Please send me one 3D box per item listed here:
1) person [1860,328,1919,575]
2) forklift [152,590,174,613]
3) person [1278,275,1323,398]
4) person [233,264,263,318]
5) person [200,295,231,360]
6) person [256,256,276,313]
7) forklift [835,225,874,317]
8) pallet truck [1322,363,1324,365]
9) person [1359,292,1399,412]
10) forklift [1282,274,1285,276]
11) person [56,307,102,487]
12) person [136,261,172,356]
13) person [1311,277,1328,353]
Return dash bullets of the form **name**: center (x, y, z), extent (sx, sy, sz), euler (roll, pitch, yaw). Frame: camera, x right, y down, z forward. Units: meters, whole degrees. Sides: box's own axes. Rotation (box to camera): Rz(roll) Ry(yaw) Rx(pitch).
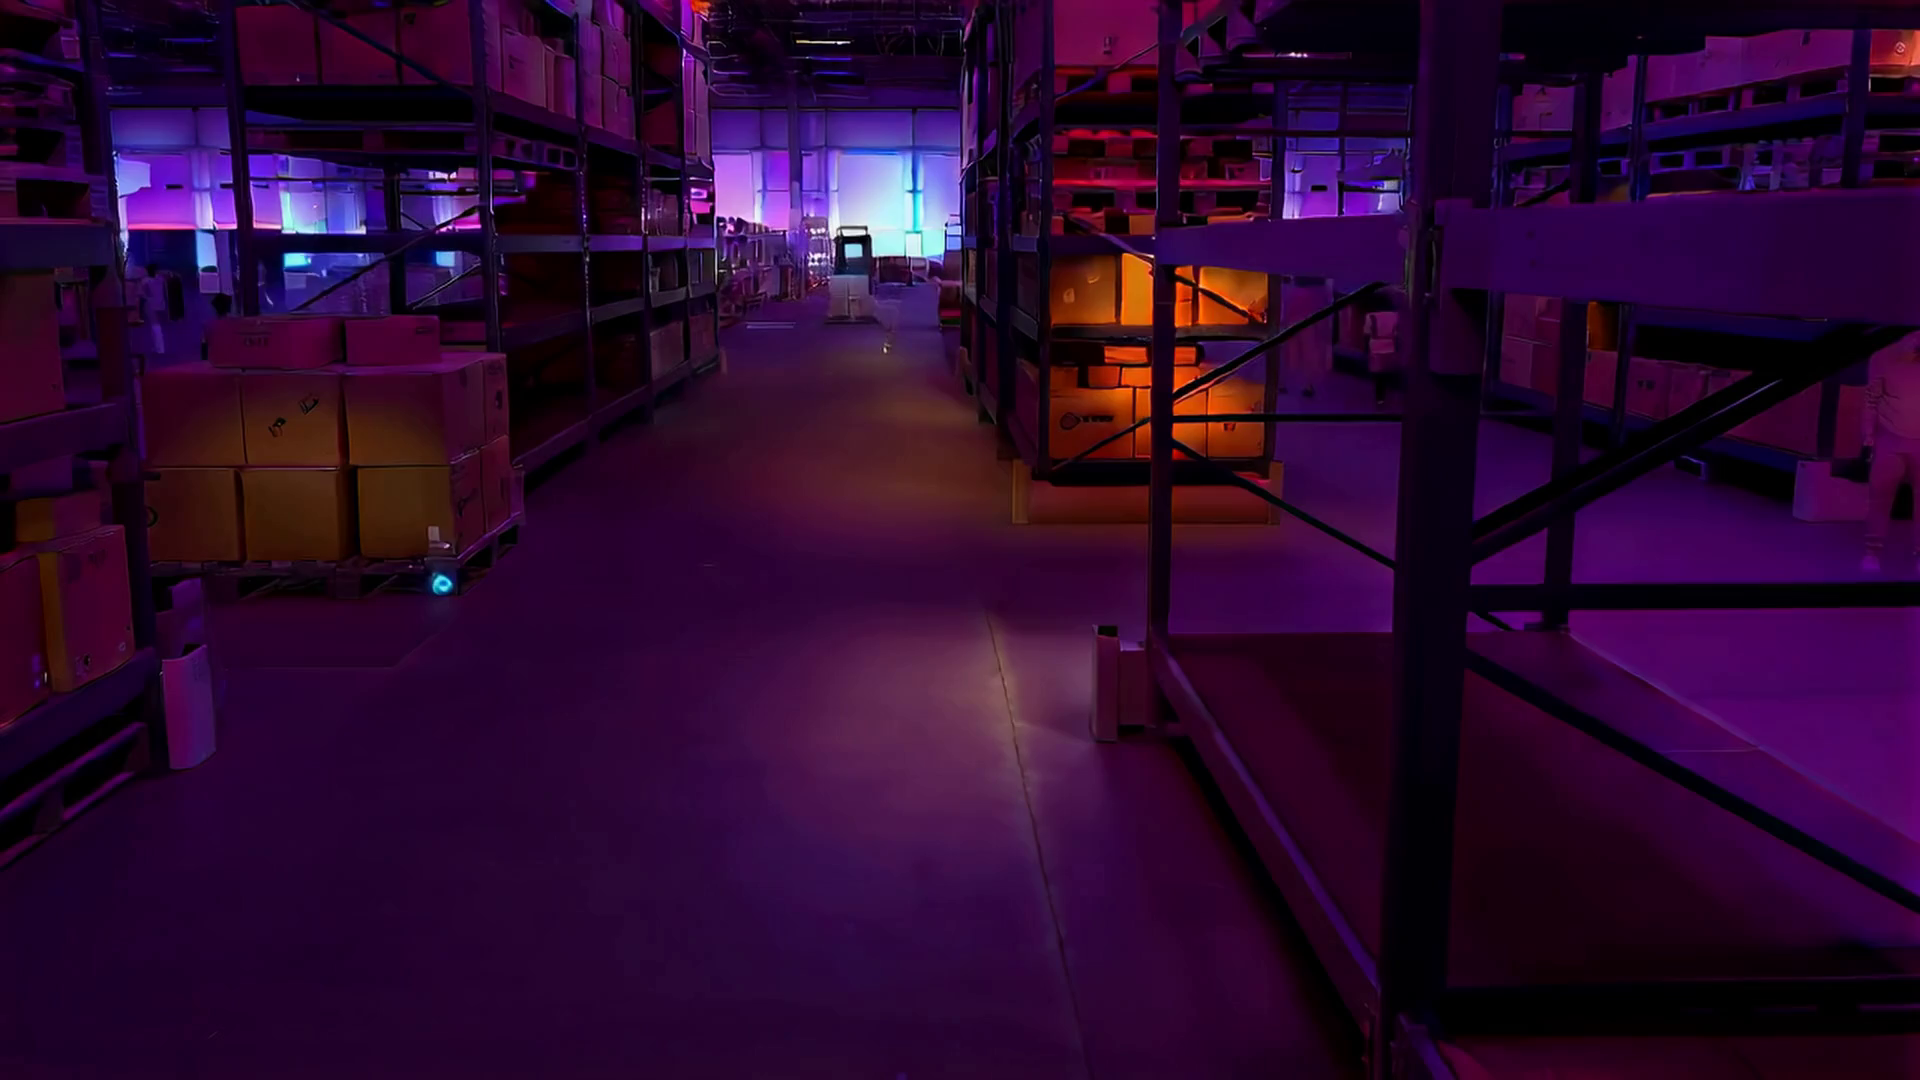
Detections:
- **person**: center (6.723, -0.697, 11.748), extent (0.650, 1.898, 0.395), euler (5, 11, 25)
- **forklift**: center (-5.858, -0.811, 9.639), extent (1.873, 2.768, 1.129), euler (-1, 10, -3)
- **person**: center (5.168, -3.134, 25.309), extent (0.663, 1.892, 0.975), euler (-3, 11, -16)
- **person**: center (-20.745, -7.355, 48.435), extent (1.005, 2.000, 0.704), euler (5, 11, 25)
- **person**: center (-9.393, -2.291, 21.260), extent (0.532, 1.665, 0.793), euler (-6, 12, -30)
- **person**: center (-22.746, -8.328, 54.330), extent (0.546, 1.873, 0.602), euler (-3, 11, -14)
- **forklift**: center (-3.160, -7.991, 49.640), extent (1.129, 2.768, 1.873), euler (0, 10, -2)
- **pallet truck**: center (7.712, -4.157, 30.737), extent (1.885, 1.965, 0.823), euler (3, 11, 16)
- **person**: center (5.851, -2.616, 23.130), extent (0.531, 1.647, 0.894), euler (0, 10, -2)
- **forklift**: center (12.135, -10.832, 65.467), extent (1.129, 2.768, 1.873), euler (0, 10, -2)
- **person**: center (-8.298, -1.304, 15.527), extent (0.525, 1.752, 0.653), euler (-7, 12, -34)
- **person**: center (-16.758, -4.790, 34.471), extent (0.934, 1.927, 0.610), euler (6, 12, 32)
- **person**: center (7.455, -4.731, 34.814), extent (0.382, 1.685, 0.536), euler (-8, 13, -39)
